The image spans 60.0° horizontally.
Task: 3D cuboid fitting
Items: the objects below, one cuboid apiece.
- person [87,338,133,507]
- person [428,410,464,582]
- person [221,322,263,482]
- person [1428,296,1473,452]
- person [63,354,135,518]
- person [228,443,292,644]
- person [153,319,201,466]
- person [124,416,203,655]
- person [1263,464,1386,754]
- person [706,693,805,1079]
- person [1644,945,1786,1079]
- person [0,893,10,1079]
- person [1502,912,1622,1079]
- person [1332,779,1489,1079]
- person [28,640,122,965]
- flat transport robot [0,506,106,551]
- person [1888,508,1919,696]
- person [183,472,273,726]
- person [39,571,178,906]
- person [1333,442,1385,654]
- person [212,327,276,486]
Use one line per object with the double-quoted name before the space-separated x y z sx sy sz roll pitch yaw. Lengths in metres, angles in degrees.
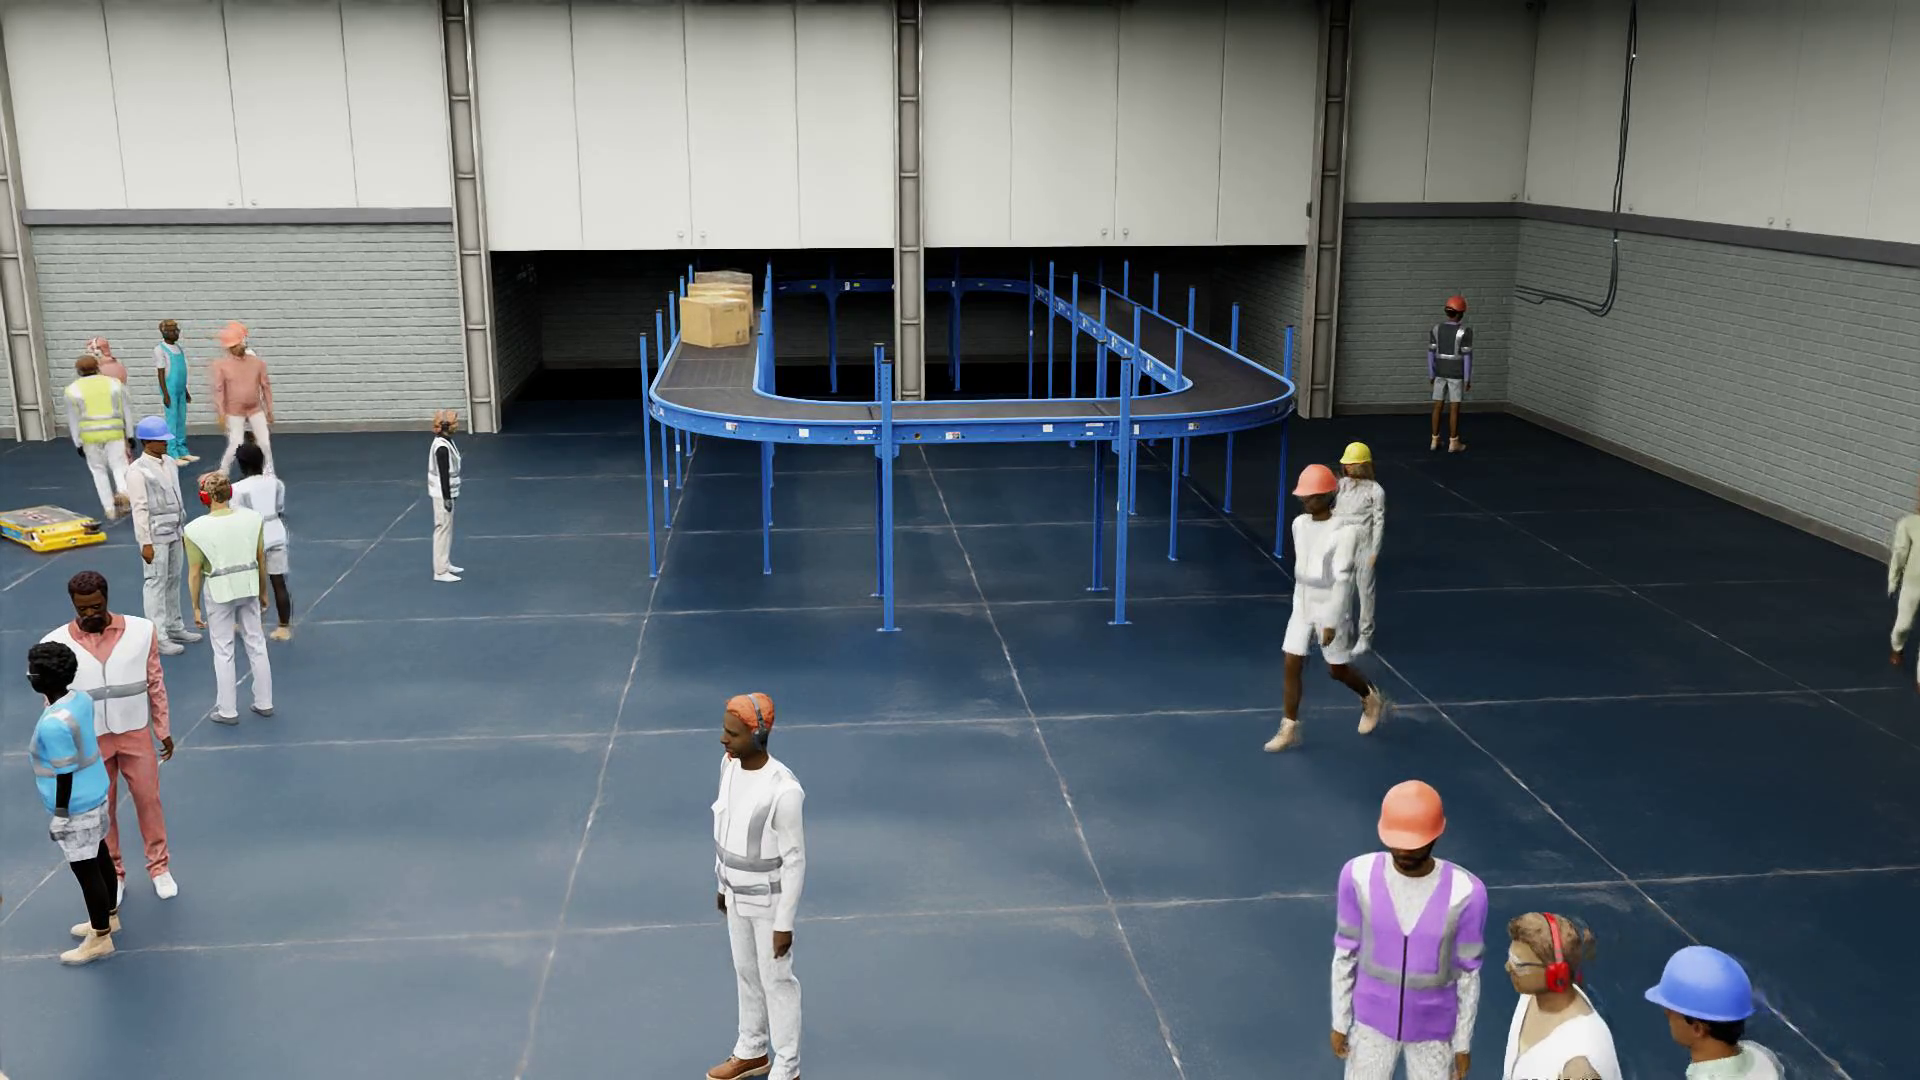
"person" -9.598 -1.331 18.768 0.407 1.902 0.640 -3 14 -13
"person" -4.848 -0.425 15.703 0.322 1.626 0.529 -3 14 -13
"person" -8.598 -1.652 19.976 0.374 1.935 0.552 -2 14 -9
"person" 6.454 -2.182 21.876 0.390 2.045 0.607 -13 19 -41
"person" -9.300 -1.102 18.013 0.648 1.820 0.558 -9 17 -33
"person" -5.880 0.013 13.853 0.821 1.653 0.550 10 17 35
"person" -9.905 -1.860 20.992 0.345 1.847 0.504 1 14 5
"person" -6.488 -0.048 13.532 0.398 1.945 0.616 1 14 2
"person" 2.529 0.452 11.414 0.919 2.018 0.603 -9 17 -33
"person" -0.888 1.562 7.228 0.356 1.883 0.573 -11 18 -38
"person" 2.241 2.123 4.887 0.604 1.922 0.651 12 18 40
"person" -4.405 1.523 7.061 0.536 2.000 0.688 9 17 33
"person" 1.797 2.065 5.372 0.866 1.809 0.595 0 14 -1
"person" 1.658 1.793 6.215 0.545 1.931 0.386 6 15 22
"person" -4.543 1.331 8.524 0.321 1.697 0.529 -4 14 -14
"flat transport robot" -9.549 -0.142 17.315 1.431 0.197 0.652 11 18 38
"person" 7.364 0.335 12.690 0.506 1.614 0.664 6 15 22
"person" -5.203 0.424 11.881 0.394 1.836 0.560 13 19 42
"person" -4.662 1.076 9.134 0.596 1.907 0.415 -8 16 -30
"person" 3.205 0.060 13.522 0.324 1.740 0.492 -10 17 -35
"person" -8.334 -1.513 19.351 0.645 1.967 0.701 -11 18 -38
